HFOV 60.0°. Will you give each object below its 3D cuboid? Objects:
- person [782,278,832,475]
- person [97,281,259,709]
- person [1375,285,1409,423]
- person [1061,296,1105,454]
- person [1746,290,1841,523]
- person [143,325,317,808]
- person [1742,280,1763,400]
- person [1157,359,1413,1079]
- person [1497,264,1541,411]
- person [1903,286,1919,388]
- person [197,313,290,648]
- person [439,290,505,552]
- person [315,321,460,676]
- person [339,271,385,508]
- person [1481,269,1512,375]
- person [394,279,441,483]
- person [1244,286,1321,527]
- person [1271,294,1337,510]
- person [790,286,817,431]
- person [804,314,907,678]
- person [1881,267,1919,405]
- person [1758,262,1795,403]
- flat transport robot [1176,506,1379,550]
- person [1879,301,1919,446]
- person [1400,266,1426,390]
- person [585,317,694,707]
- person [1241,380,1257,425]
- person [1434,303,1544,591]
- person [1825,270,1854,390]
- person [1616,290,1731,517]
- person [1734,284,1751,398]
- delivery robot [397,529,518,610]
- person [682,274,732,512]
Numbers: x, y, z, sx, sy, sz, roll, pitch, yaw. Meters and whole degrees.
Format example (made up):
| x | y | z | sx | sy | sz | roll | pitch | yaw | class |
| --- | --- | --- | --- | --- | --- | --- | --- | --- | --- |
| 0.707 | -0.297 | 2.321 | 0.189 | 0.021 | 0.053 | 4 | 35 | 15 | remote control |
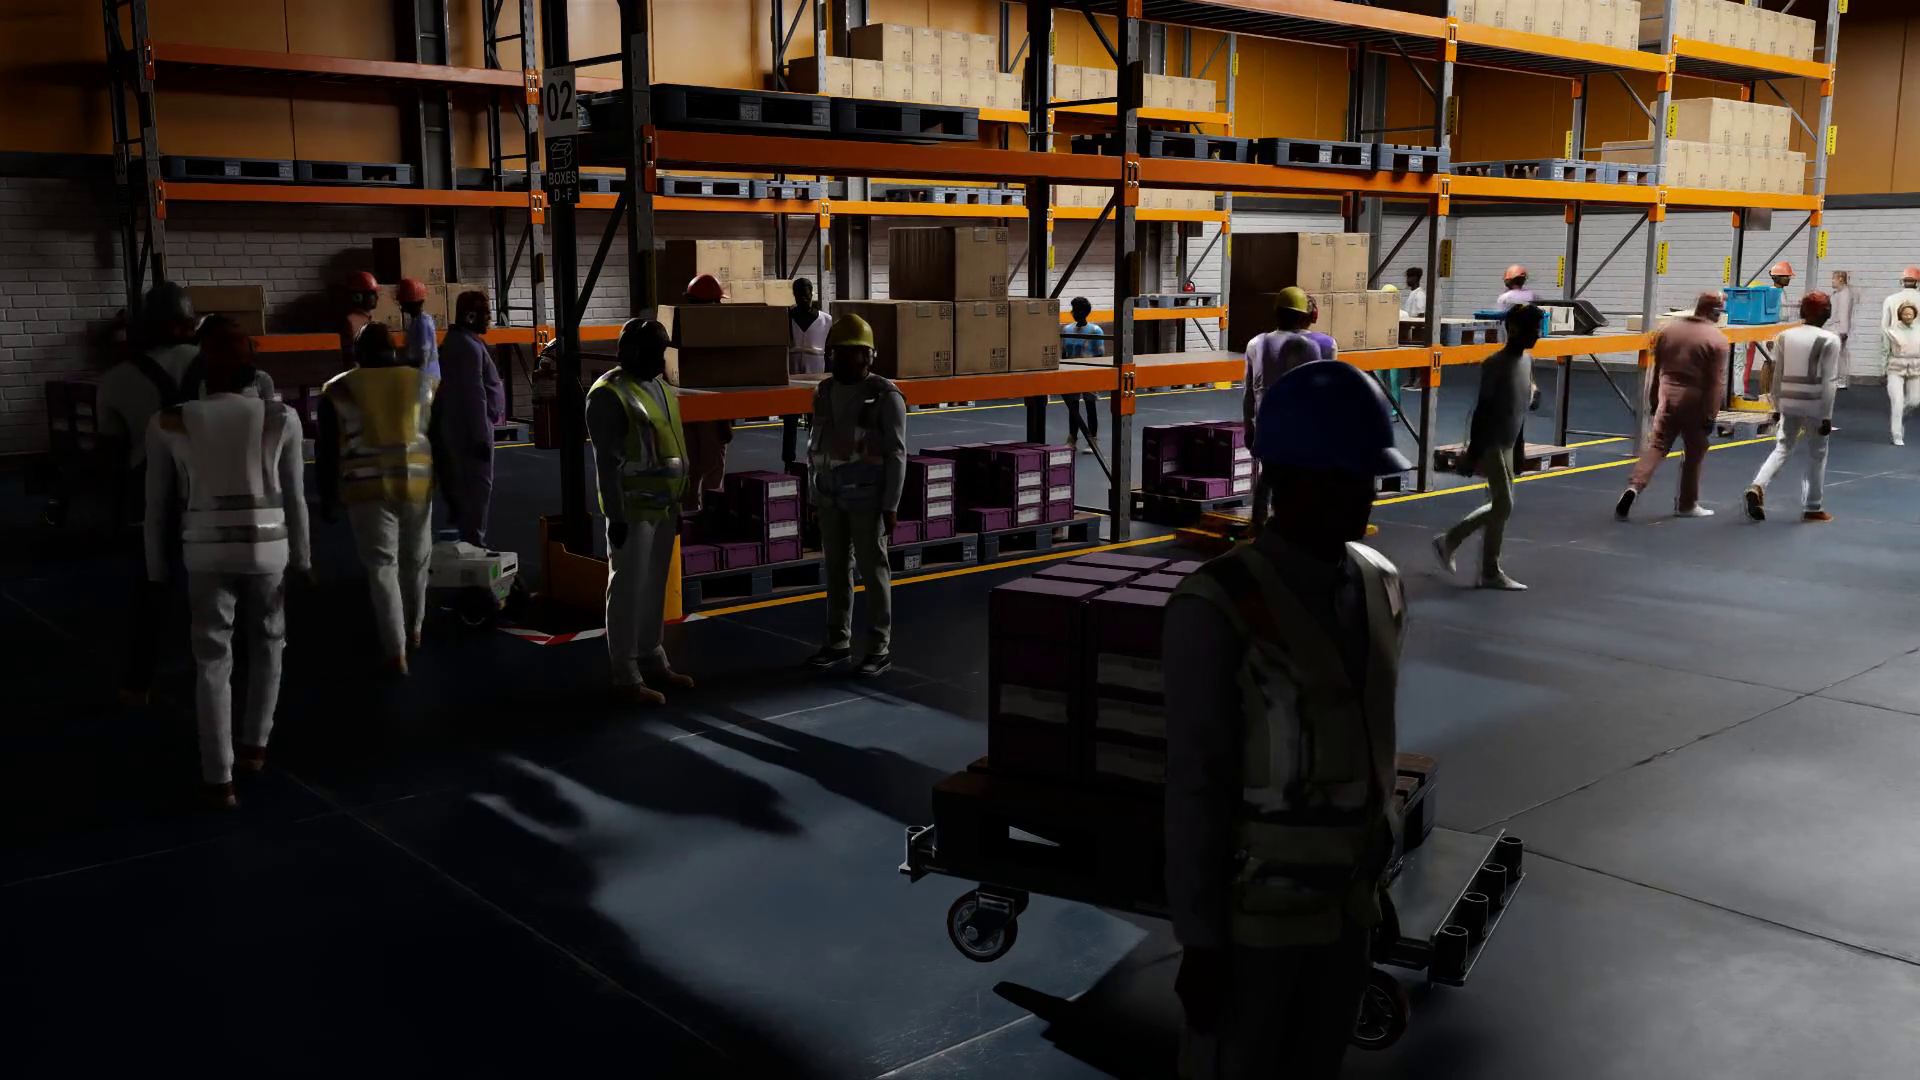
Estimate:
| x | y | z | sx | sy | sz | roll | pitch | yaw | class |
| --- | --- | --- | --- | --- | --- | --- | --- | --- | --- |
| -1.486 | -1.525 | 15.826 | 0.589 | 1.920 | 0.392 | -1 | 10 | -8 | person |
| -3.663 | -0.229 | 7.882 | 0.688 | 2.000 | 0.536 | -5 | 11 | -26 | person |
| 5.473 | -2.378 | 21.294 | 0.328 | 1.759 | 0.524 | -9 | 14 | -44 | person |
| 1.302 | -1.771 | 17.909 | 0.540 | 1.697 | 0.317 | 8 | 13 | 39 | person |
| 6.629 | -1.039 | 13.173 | 0.779 | 1.864 | 0.587 | -4 | 11 | -24 | person |
| -2.896 | 0.082 | 6.627 | 0.643 | 1.851 | 0.753 | -4 | 11 | -24 | person |
| 11.726 | -2.961 | 24.686 | 0.331 | 1.769 | 0.530 | 1 | 10 | 6 | person |
| 0.604 | 0.647 | 3.023 | 0.608 | 1.946 | 0.406 | -8 | 13 | -41 | person |
| 7.550 | -2.693 | 22.407 | 0.618 | 2.018 | 0.750 | -2 | 10 | -10 | person |
| 14.141 | -3.012 | 24.492 | 0.376 | 1.933 | 0.544 | -9 | 13 | -43 | person |
| -3.787 | -0.262 | 8.698 | 0.562 | 1.834 | 0.524 | 0 | 10 | 1 | person |
| -3.287 | -0.738 | 11.296 | 0.405 | 1.897 | 0.644 | -5 | 11 | -25 | person |
| -2.996 | -0.238 | 8.683 | 0.682 | 1.781 | 0.969 | -5 | 11 | -27 | person |
| -5.037 | -1.266 | 14.113 | 0.417 | 1.994 | 0.632 | 0 | 10 | -2 | person |
| 9.467 | -3.740 | 28.845 | 0.842 | 1.907 | 0.548 | -4 | 10 | -20 | person |
| -5.039 | -1.464 | 15.585 | 0.368 | 1.913 | 0.580 | -3 | 10 | -17 | person |
| 2.305 | -0.822 | 11.735 | 0.468 | 1.912 | 0.597 | -9 | 13 | -41 | person |
| 2.512 | -0.904 | 12.413 | 0.564 | 1.842 | 0.392 | 4 | 10 | 20 | person |
| -1.908 | -2.250 | 20.319 | 0.598 | 1.830 | 0.403 | 8 | 13 | 41 | person |
| -0.555 | -0.224 | 8.442 | 0.600 | 1.836 | 0.404 | 7 | 12 | 36 | person |
| 12.676 | -2.658 | 22.268 | 0.434 | 1.977 | 0.655 | -9 | 13 | -43 | person |
| 11.354 | -2.837 | 23.140 | 0.370 | 2.044 | 0.608 | 8 | 13 | 40 | person |
| 2.376 | -0.118 | 12.406 | 1.431 | 0.197 | 0.652 | -6 | 11 | -32 | flat transport robot |
| 10.650 | -1.885 | 18.792 | 0.524 | 1.620 | 0.535 | 2 | 10 | 12 | person |
| 7.220 | -3.355 | 26.406 | 0.366 | 1.963 | 0.611 | 0 | 10 | 2 | person |
| -1.508 | -0.140 | 7.963 | 0.429 | 1.838 | 0.622 | 3 | 10 | 17 | person |
| 3.320 | -1.983 | 18.586 | 0.703 | 1.896 | 0.438 | -7 | 12 | -35 | person |
| 3.391 | -0.608 | 10.710 | 0.647 | 1.836 | 0.536 | 9 | 13 | 42 | person |
| 13.887 | -3.334 | 26.479 | 0.632 | 1.886 | 0.668 | 5 | 11 | 25 | person |
| 5.774 | -1.070 | 13.359 | 0.823 | 1.864 | 0.705 | -6 | 11 | -31 | person |
| 10.899 | -2.740 | 23.453 | 0.484 | 1.744 | 0.294 | 6 | 12 | 33 | person |
| -2.921 | 0.182 | 9.541 | 0.707 | 0.478 | 0.477 | 1 | 10 | 8 | delivery robot |
| -1.811 | -0.892 | 11.894 | 0.378 | 1.995 | 0.609 | -8 | 13 | -39 | person |
